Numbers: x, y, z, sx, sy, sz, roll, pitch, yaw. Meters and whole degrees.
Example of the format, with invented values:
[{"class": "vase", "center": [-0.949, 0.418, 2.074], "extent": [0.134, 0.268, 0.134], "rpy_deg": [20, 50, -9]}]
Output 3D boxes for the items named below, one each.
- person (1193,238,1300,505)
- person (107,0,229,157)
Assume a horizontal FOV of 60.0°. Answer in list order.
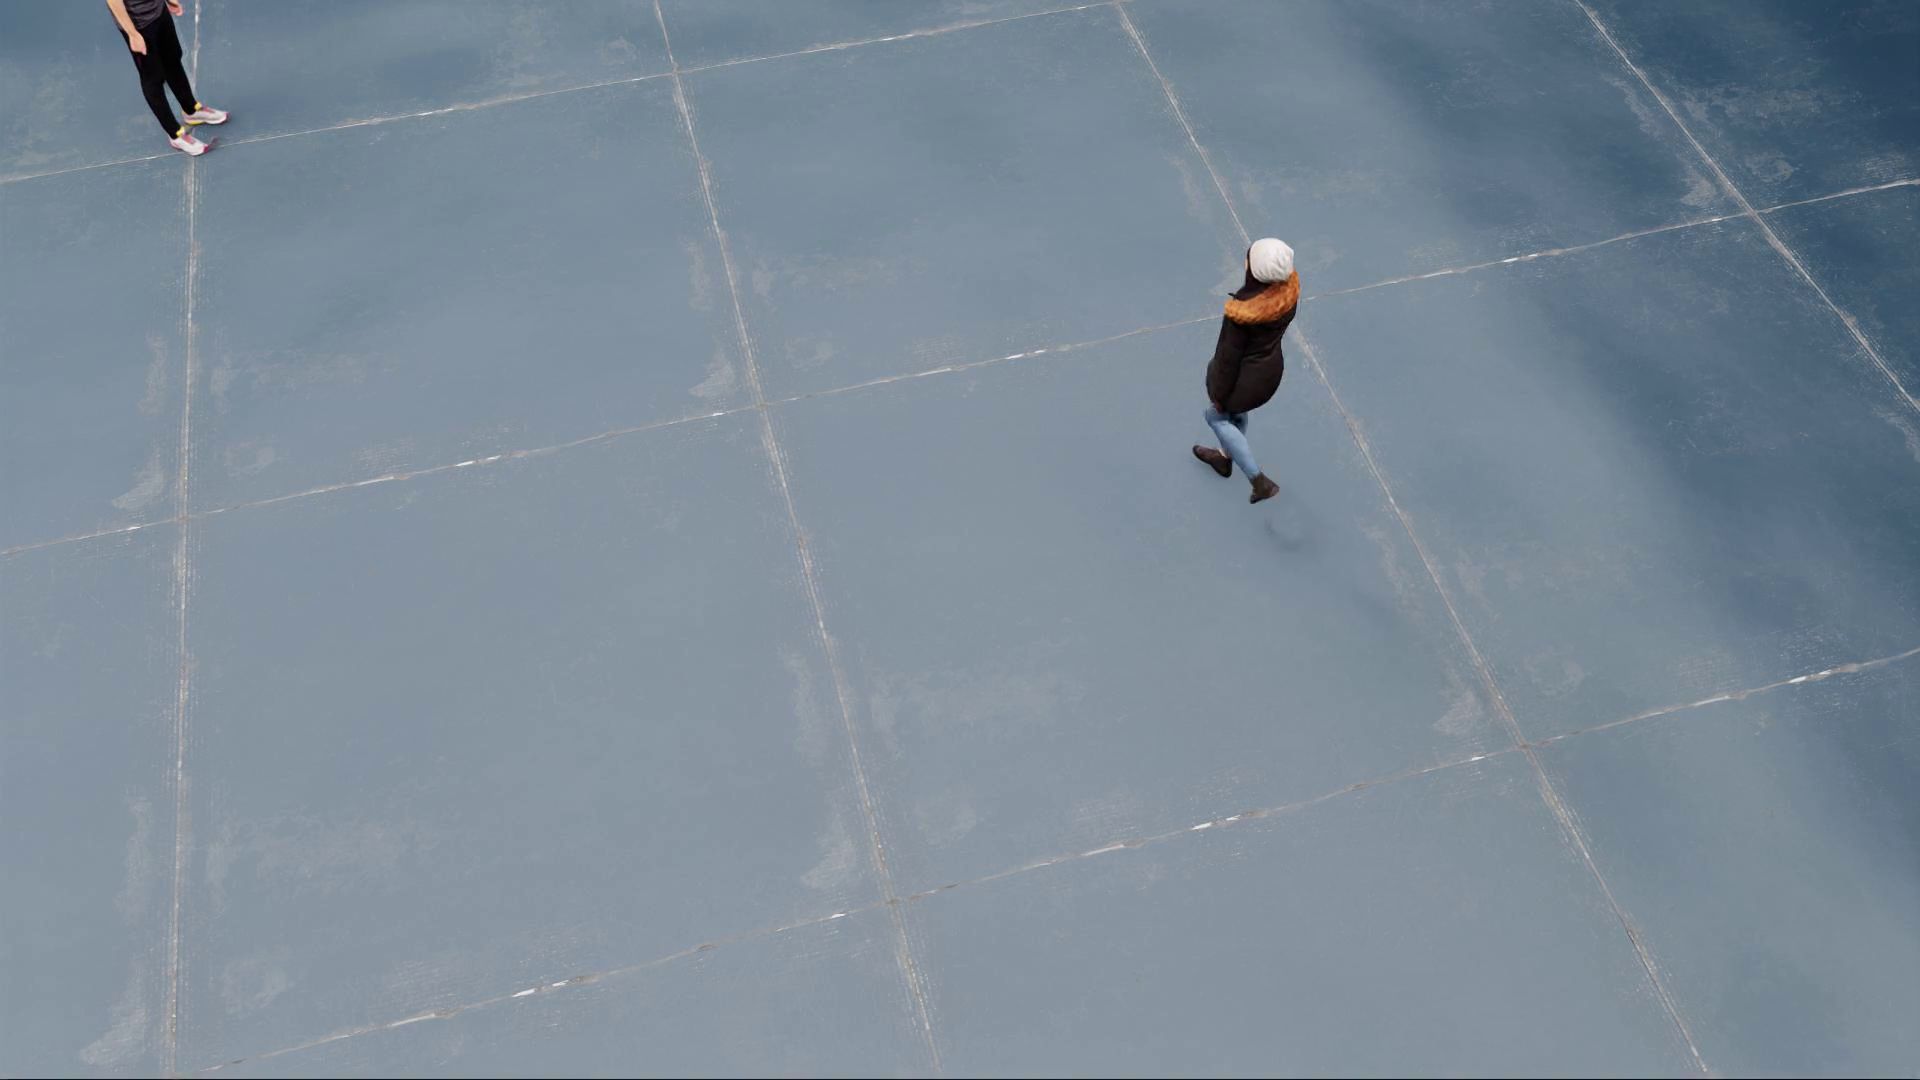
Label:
[{"class": "person", "center": [1.417, -0.779, 7.976], "extent": [0.816, 1.621, 0.947], "rpy_deg": [-34, 59, -23]}, {"class": "person", "center": [-4.761, -3.081, 9.669], "extent": [0.771, 1.764, 0.630], "rpy_deg": [8, 53, 6]}]
